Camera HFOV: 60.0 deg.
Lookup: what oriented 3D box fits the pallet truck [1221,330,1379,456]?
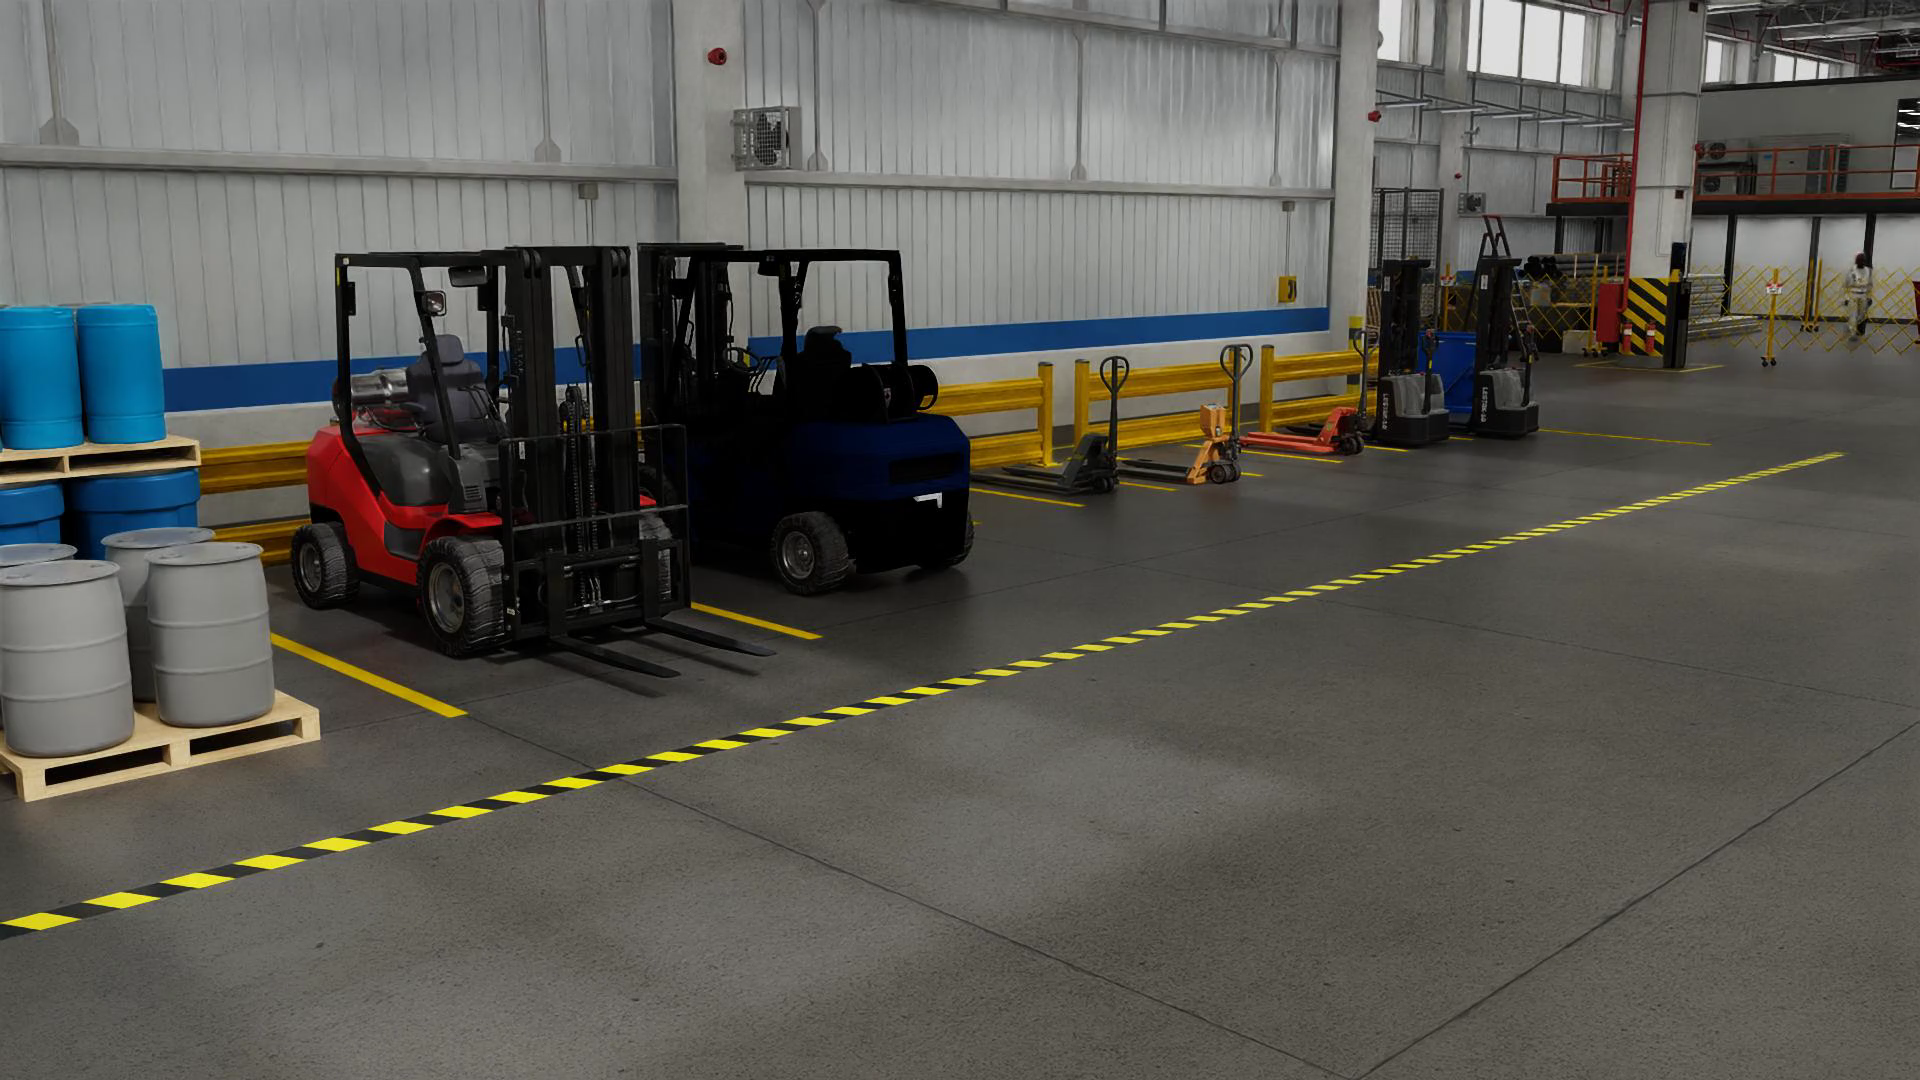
[{"bbox_3d":[3.563,-1.581,17.381,0.653,1.274,1.630,-10,14,-44],"label":"pallet truck"}]

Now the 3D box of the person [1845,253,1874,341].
[{"bbox_3d":[19.100,-5.170,35.395,0.595,1.871,0.481,0,10,1],"label":"person"}]

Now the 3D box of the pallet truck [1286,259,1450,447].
[{"bbox_3d":[4.493,-2.078,18.196,0.823,1.965,1.885,-9,14,-40],"label":"pallet truck"}]

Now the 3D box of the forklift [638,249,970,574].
[{"bbox_3d":[-1.173,-0.958,11.239,2.680,1.987,1.157,10,14,43],"label":"forklift"}]

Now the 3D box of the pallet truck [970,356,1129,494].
[{"bbox_3d":[0.784,-1.085,14.876,0.680,1.201,1.601,-10,14,-44],"label":"pallet truck"}]

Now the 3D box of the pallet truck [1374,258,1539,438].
[{"bbox_3d":[5.704,-2.208,18.901,1.885,1.965,0.823,10,14,43],"label":"pallet truck"}]

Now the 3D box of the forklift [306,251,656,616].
[{"bbox_3d":[-2.833,-0.669,9.694,1.157,1.987,2.680,-10,14,-44],"label":"forklift"}]

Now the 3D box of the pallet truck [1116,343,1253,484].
[{"bbox_3d":[1.962,-1.215,15.415,1.522,1.261,0.704,10,14,43],"label":"pallet truck"}]
